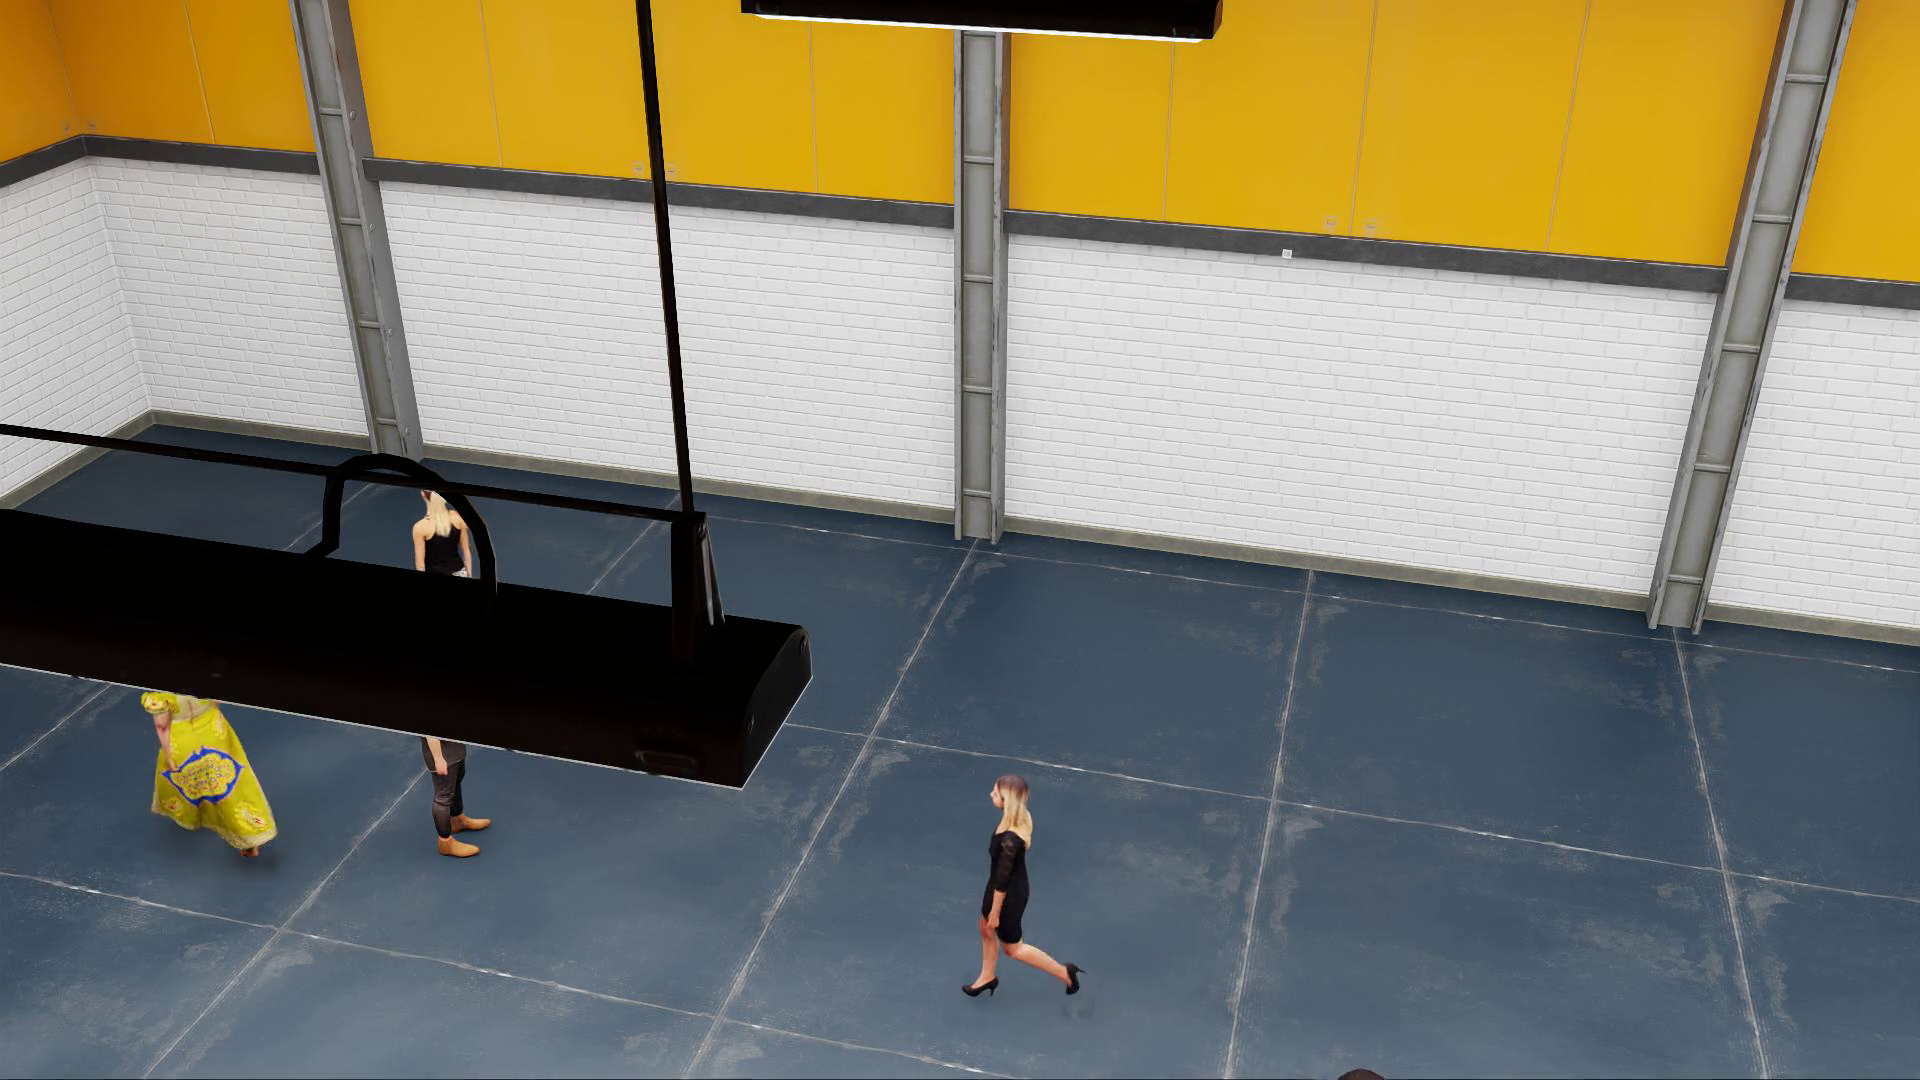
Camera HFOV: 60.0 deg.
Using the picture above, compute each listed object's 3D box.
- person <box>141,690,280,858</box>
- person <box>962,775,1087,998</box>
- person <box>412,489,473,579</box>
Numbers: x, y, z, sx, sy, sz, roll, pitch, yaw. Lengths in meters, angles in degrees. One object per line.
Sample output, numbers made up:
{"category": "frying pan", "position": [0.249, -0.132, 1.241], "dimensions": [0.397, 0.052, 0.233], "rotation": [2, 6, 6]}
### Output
{"category": "person", "position": [-4.978, 1.394, 10.987], "dimensions": [1.379, 1.606, 1.162], "rotation": [25, 38, 38]}
{"category": "person", "position": [0.357, 2.087, 9.655], "dimensions": [1.011, 1.655, 0.701], "rotation": [2, 29, 3]}
{"category": "person", "position": [-3.876, 0.362, 12.638], "dimensions": [0.918, 1.826, 1.064], "rotation": [-24, 37, -36]}
